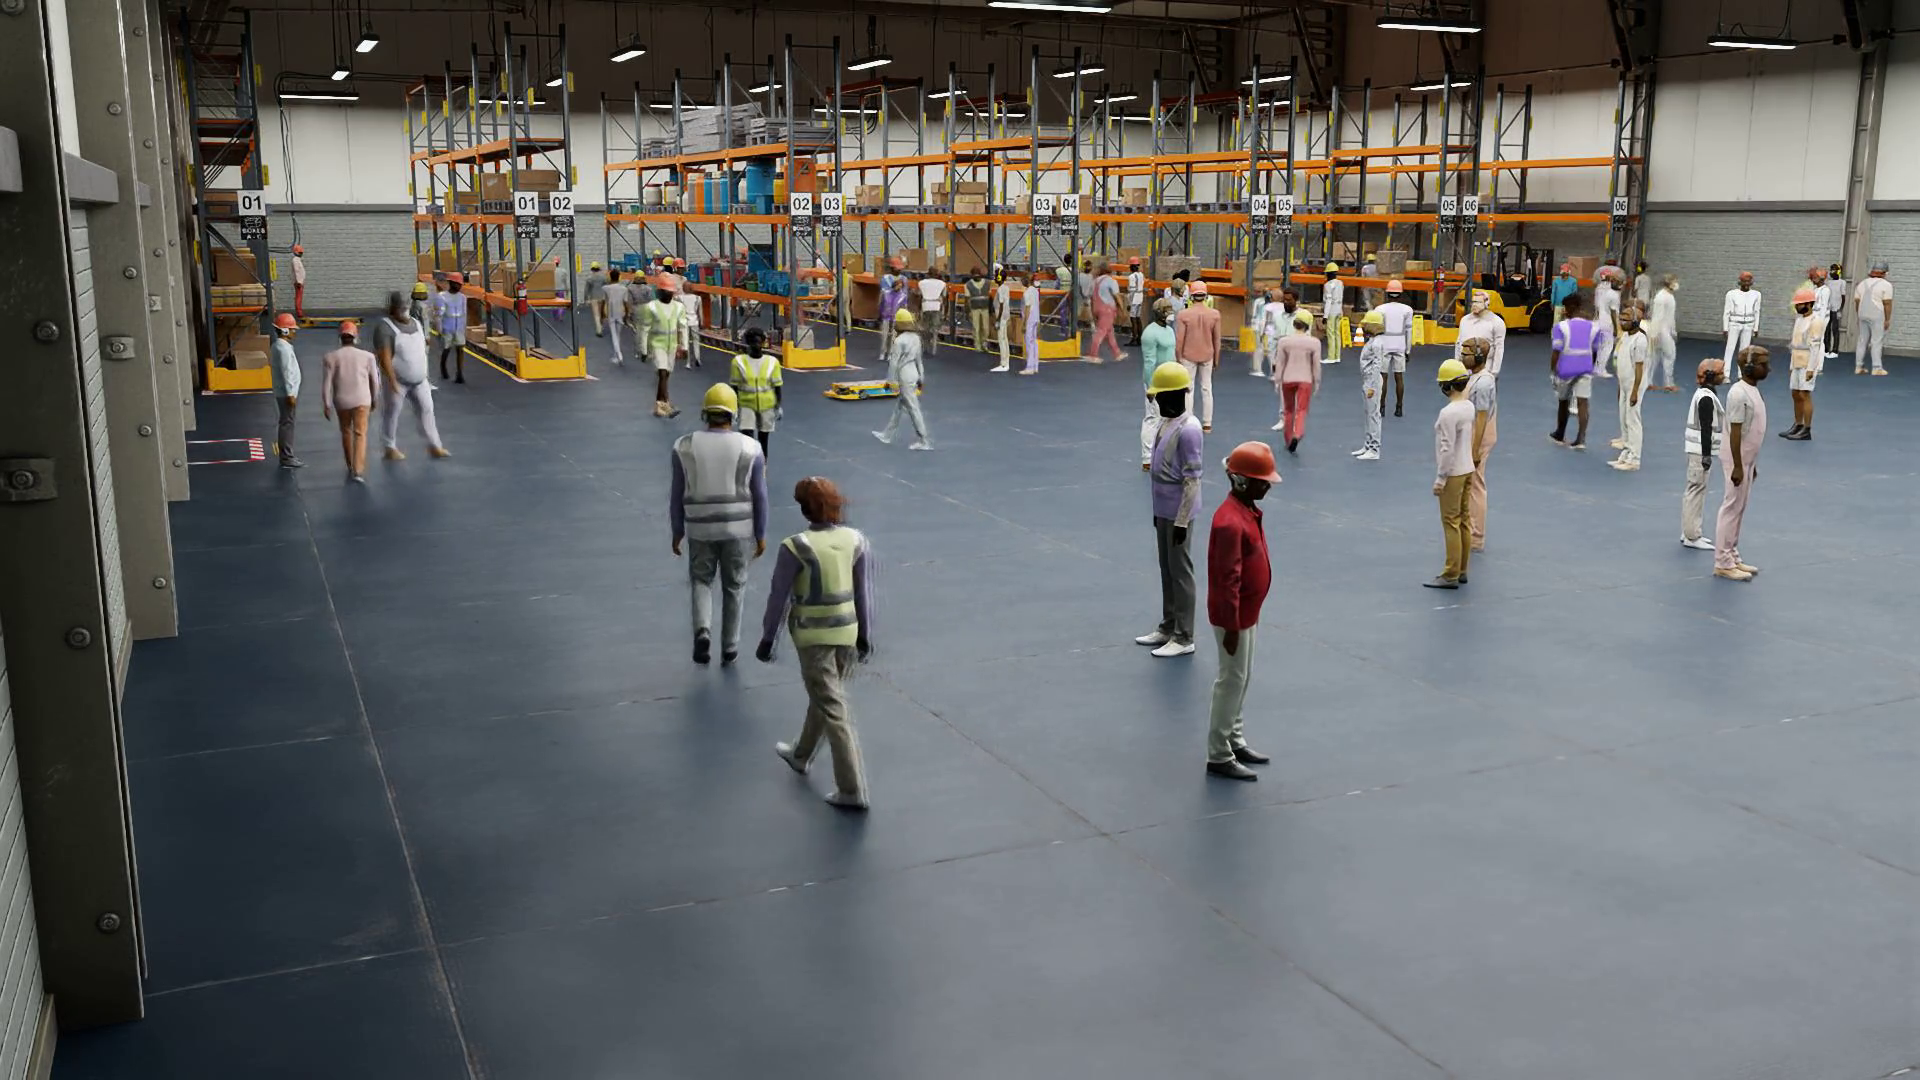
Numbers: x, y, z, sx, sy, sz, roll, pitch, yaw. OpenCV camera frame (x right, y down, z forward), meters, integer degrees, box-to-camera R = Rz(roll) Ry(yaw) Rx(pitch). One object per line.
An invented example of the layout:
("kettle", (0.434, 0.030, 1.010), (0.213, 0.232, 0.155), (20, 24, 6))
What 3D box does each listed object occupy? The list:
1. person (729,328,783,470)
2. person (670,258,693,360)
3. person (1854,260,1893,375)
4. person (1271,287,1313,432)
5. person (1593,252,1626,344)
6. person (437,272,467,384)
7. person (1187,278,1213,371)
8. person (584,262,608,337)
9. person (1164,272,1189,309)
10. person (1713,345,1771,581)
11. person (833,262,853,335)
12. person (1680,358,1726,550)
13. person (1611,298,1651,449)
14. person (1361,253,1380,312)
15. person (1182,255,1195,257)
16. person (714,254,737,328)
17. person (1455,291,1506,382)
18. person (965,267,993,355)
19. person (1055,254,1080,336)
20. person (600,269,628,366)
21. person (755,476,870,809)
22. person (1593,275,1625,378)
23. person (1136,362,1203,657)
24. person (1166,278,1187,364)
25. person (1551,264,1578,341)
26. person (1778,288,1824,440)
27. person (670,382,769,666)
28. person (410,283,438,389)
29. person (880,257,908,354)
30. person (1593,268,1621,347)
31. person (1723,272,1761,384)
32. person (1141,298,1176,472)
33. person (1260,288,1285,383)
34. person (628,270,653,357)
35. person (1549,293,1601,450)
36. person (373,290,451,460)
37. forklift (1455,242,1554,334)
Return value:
("person", (-2.115, -1.374, 17.414), (0.558, 1.671, 0.656), (-3, 11, -14))
("person", (-5.537, -4.560, 32.821), (0.377, 1.995, 0.612), (5, 12, 25))
("person", (16.376, -3.977, 29.744), (0.536, 2.000, 0.682), (-4, 12, -21))
("person", (4.390, -2.386, 22.009), (0.584, 1.911, 0.391), (10, 15, 43))
("person", (14.287, -5.331, 36.624), (0.703, 2.000, 0.535), (8, 14, 34))
("person", (-8.678, -3.623, 28.355), (0.557, 1.887, 0.903), (-8, 14, -36))
("person", (4.372, -3.926, 30.360), (0.538, 1.695, 0.319), (-4, 12, -19))
("person", (-8.513, -5.615, 38.801), (0.552, 1.736, 0.739), (-7, 13, -33))
("person", (4.330, -4.512, 33.341), (0.534, 1.695, 0.320), (-2, 11, -9))
("person", (6.180, -0.609, 13.123), (0.345, 1.847, 0.507), (8, 14, 35))
("person", (-2.805, -5.748, 39.480), (0.573, 1.746, 0.346), (-9, 14, -39))
("person", (6.408, -0.746, 14.343), (0.308, 1.641, 0.516), (4, 12, 19))
("person", (8.212, -2.034, 20.377), (0.429, 1.842, 0.636), (4, 12, 21))
("person", (10.923, -6.716, 44.273), (0.598, 1.812, 0.749), (-2, 11, -10))
("person", (7.306, -8.549, 53.449), (0.522, 1.866, 0.340), (-6, 13, -28))
("person", (-5.852, -6.209, 41.580), (0.600, 1.841, 0.934), (-2, 11, -10))
("person", (6.453, -2.150, 20.795), (0.407, 1.910, 0.640), (-10, 15, -41))
("person", (0.386, -4.654, 33.819), (0.606, 1.789, 0.600), (-1, 11, -7))
("person", (2.524, -5.743, 39.030), (0.589, 1.920, 0.399), (-1, 11, -3))
("person", (-6.547, -4.234, 31.617), (0.506, 1.825, 0.938), (-5, 12, -26))
("person", (-0.733, 0.484, 8.183), (0.841, 1.595, 0.531), (10, 15, 43))
("person", (11.349, -3.751, 29.214), (0.392, 1.802, 0.725), (0, 11, 0))
("person", (1.382, -0.201, 10.846), (0.369, 1.925, 0.586), (-2, 11, -10))
("person", (3.139, -2.872, 24.428), (0.368, 1.932, 0.622), (-1, 11, -7))
("person", (13.611, -5.355, 37.510), (0.563, 1.743, 0.359), (6, 13, 28))
("person", (10.715, -2.233, 21.186), (0.386, 1.924, 0.548), (0, 11, 0))
("person", (-1.508, -0.075, 10.470), (0.619, 1.818, 0.500), (-1, 11, -4))
("person", (-8.814, -3.334, 27.233), (0.321, 1.743, 0.488), (-11, 16, -44))
("person", (-1.368, -4.747, 33.797), (0.624, 2.003, 0.986), (-6, 13, -27))
("person", (13.766, -4.924, 35.367), (0.561, 1.714, 0.817), (-5, 12, -24))
("person", (13.200, -3.575, 28.105), (0.574, 1.882, 0.358), (1, 11, 7))
("person", (2.225, -1.721, 18.535), (0.358, 1.938, 0.636), (6, 13, 29))
("person", (5.370, -3.477, 28.284), (0.524, 1.614, 0.729), (-1, 11, -7))
("person", (-6.380, -4.523, 33.297), (0.484, 1.736, 0.308), (0, 11, -1))
("person", (7.513, -2.065, 20.393), (0.620, 1.899, 1.004), (0, 11, 2))
("person", (-6.401, -1.921, 19.295), (0.913, 2.000, 0.706), (7, 13, 33))
("forklift", (13.047, -6.049, 39.881), (2.313, 2.155, 1.214), (-5, 12, -23))
